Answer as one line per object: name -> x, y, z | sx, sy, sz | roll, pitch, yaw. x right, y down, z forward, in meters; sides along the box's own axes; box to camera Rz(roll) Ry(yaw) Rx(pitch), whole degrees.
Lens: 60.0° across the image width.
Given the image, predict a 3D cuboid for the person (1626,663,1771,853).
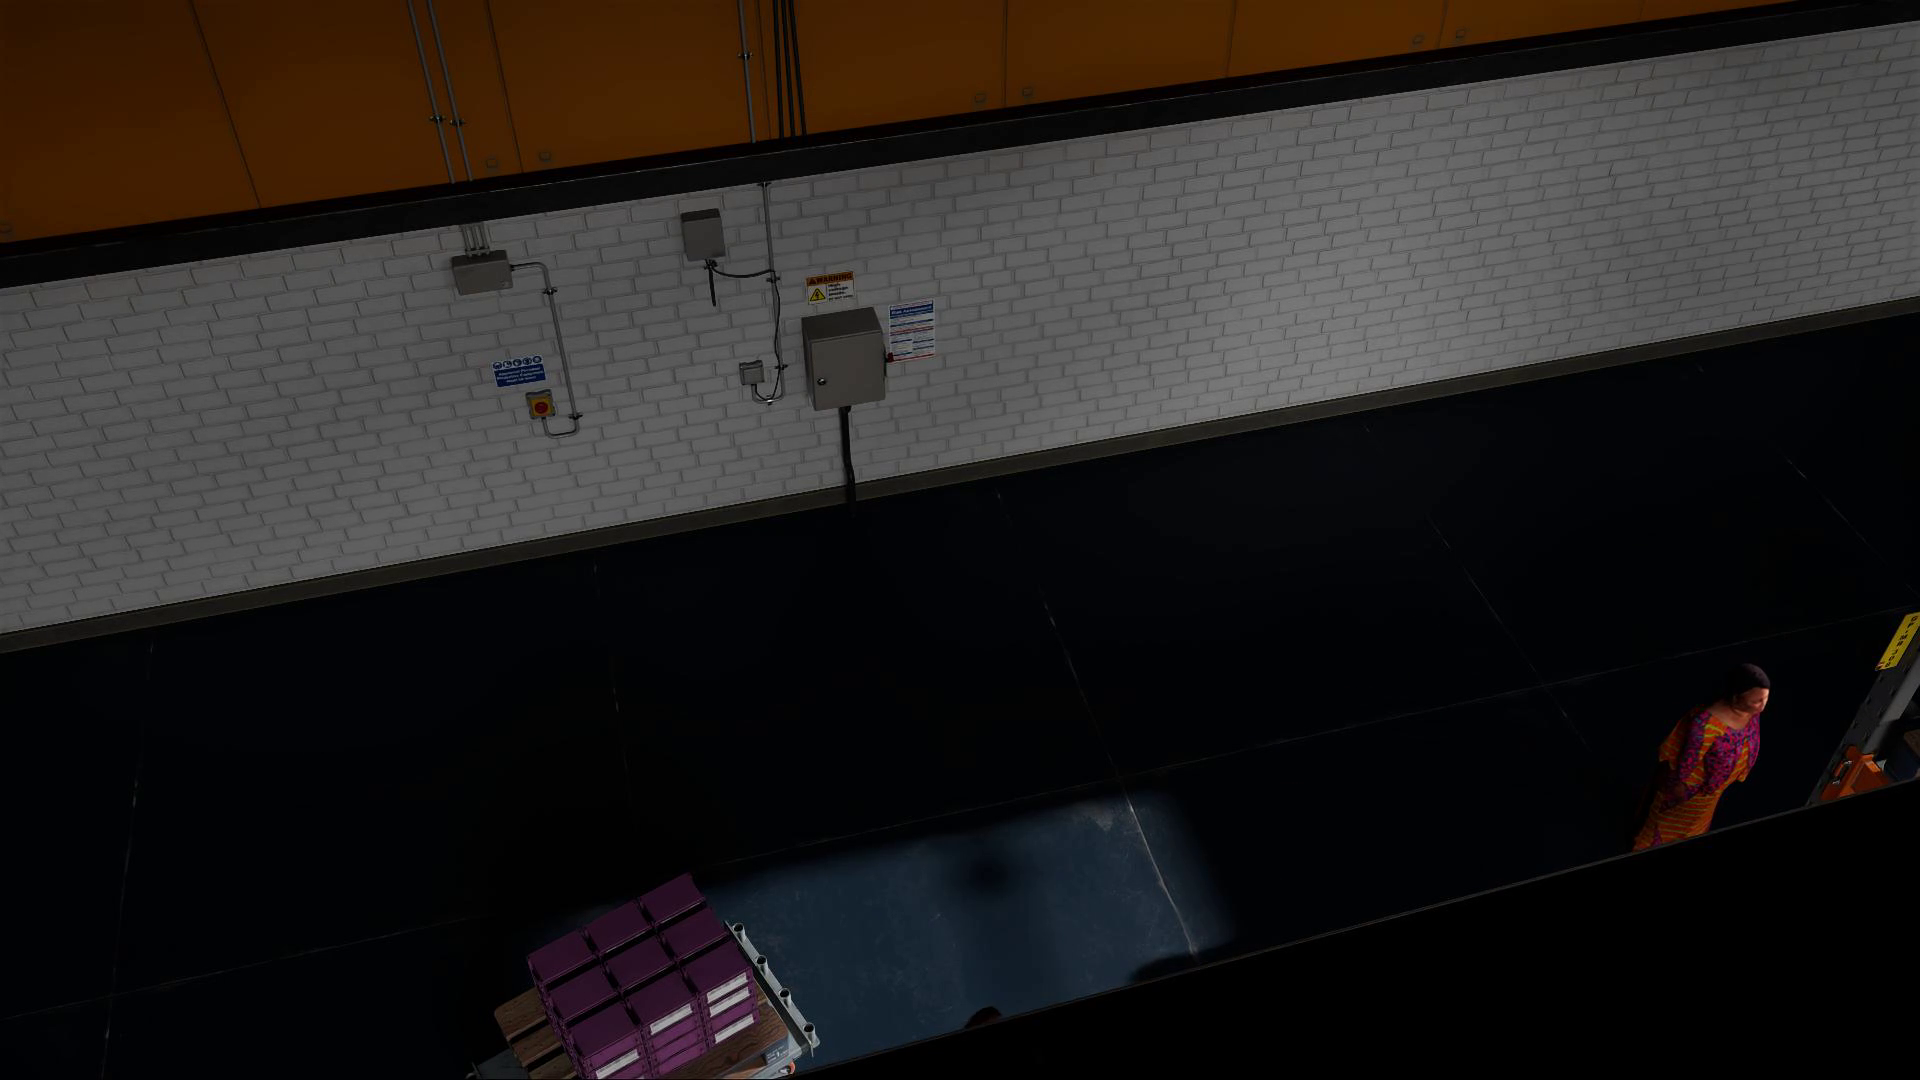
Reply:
person -> 4.273, 1.283, 9.522 | 0.739, 1.681, 0.757 | -24, 49, -23
